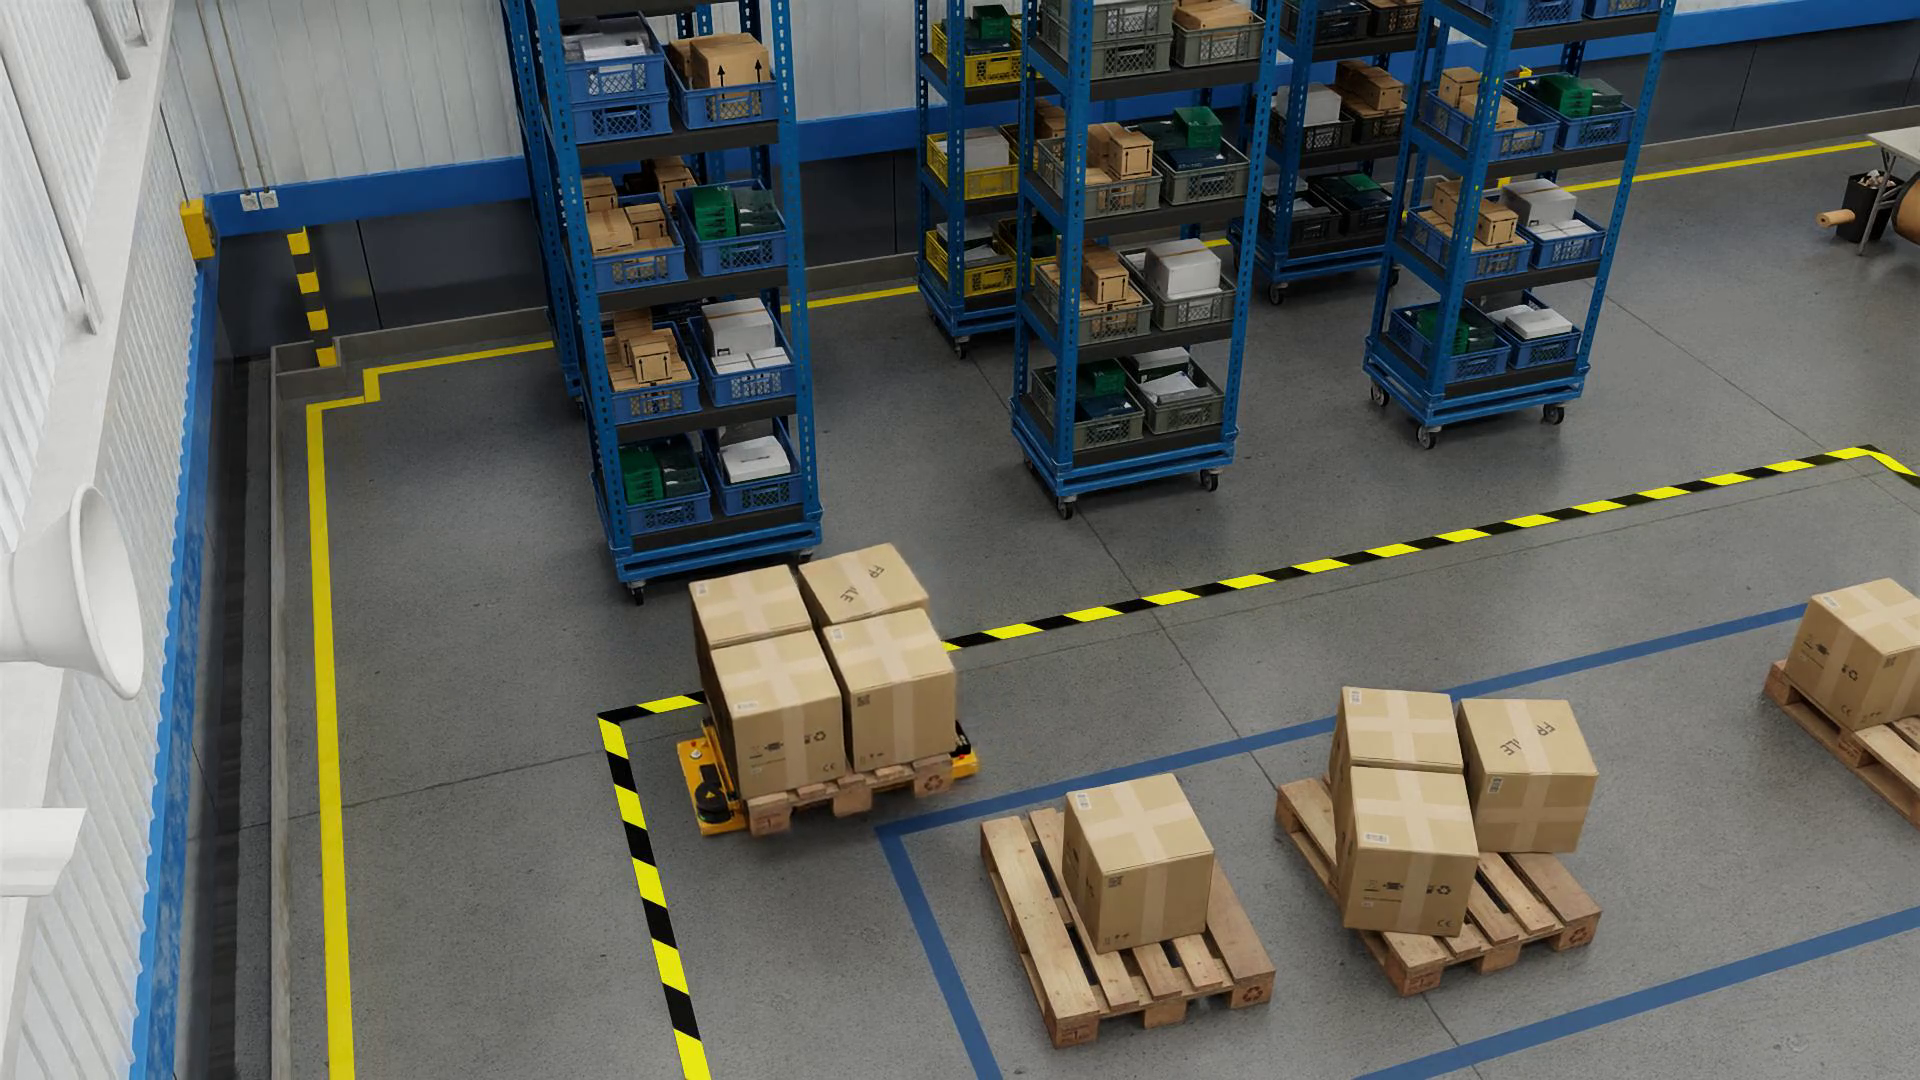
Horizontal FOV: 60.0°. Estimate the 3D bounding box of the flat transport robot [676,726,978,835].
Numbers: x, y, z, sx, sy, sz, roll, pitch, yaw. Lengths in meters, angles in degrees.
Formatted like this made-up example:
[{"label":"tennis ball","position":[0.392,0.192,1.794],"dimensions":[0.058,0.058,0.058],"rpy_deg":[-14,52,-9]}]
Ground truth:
[{"label":"flat transport robot","position":[-0.688,1.069,8.516],"dimensions":[1.431,0.197,0.652],"rpy_deg":[-11,37,-15]}]
